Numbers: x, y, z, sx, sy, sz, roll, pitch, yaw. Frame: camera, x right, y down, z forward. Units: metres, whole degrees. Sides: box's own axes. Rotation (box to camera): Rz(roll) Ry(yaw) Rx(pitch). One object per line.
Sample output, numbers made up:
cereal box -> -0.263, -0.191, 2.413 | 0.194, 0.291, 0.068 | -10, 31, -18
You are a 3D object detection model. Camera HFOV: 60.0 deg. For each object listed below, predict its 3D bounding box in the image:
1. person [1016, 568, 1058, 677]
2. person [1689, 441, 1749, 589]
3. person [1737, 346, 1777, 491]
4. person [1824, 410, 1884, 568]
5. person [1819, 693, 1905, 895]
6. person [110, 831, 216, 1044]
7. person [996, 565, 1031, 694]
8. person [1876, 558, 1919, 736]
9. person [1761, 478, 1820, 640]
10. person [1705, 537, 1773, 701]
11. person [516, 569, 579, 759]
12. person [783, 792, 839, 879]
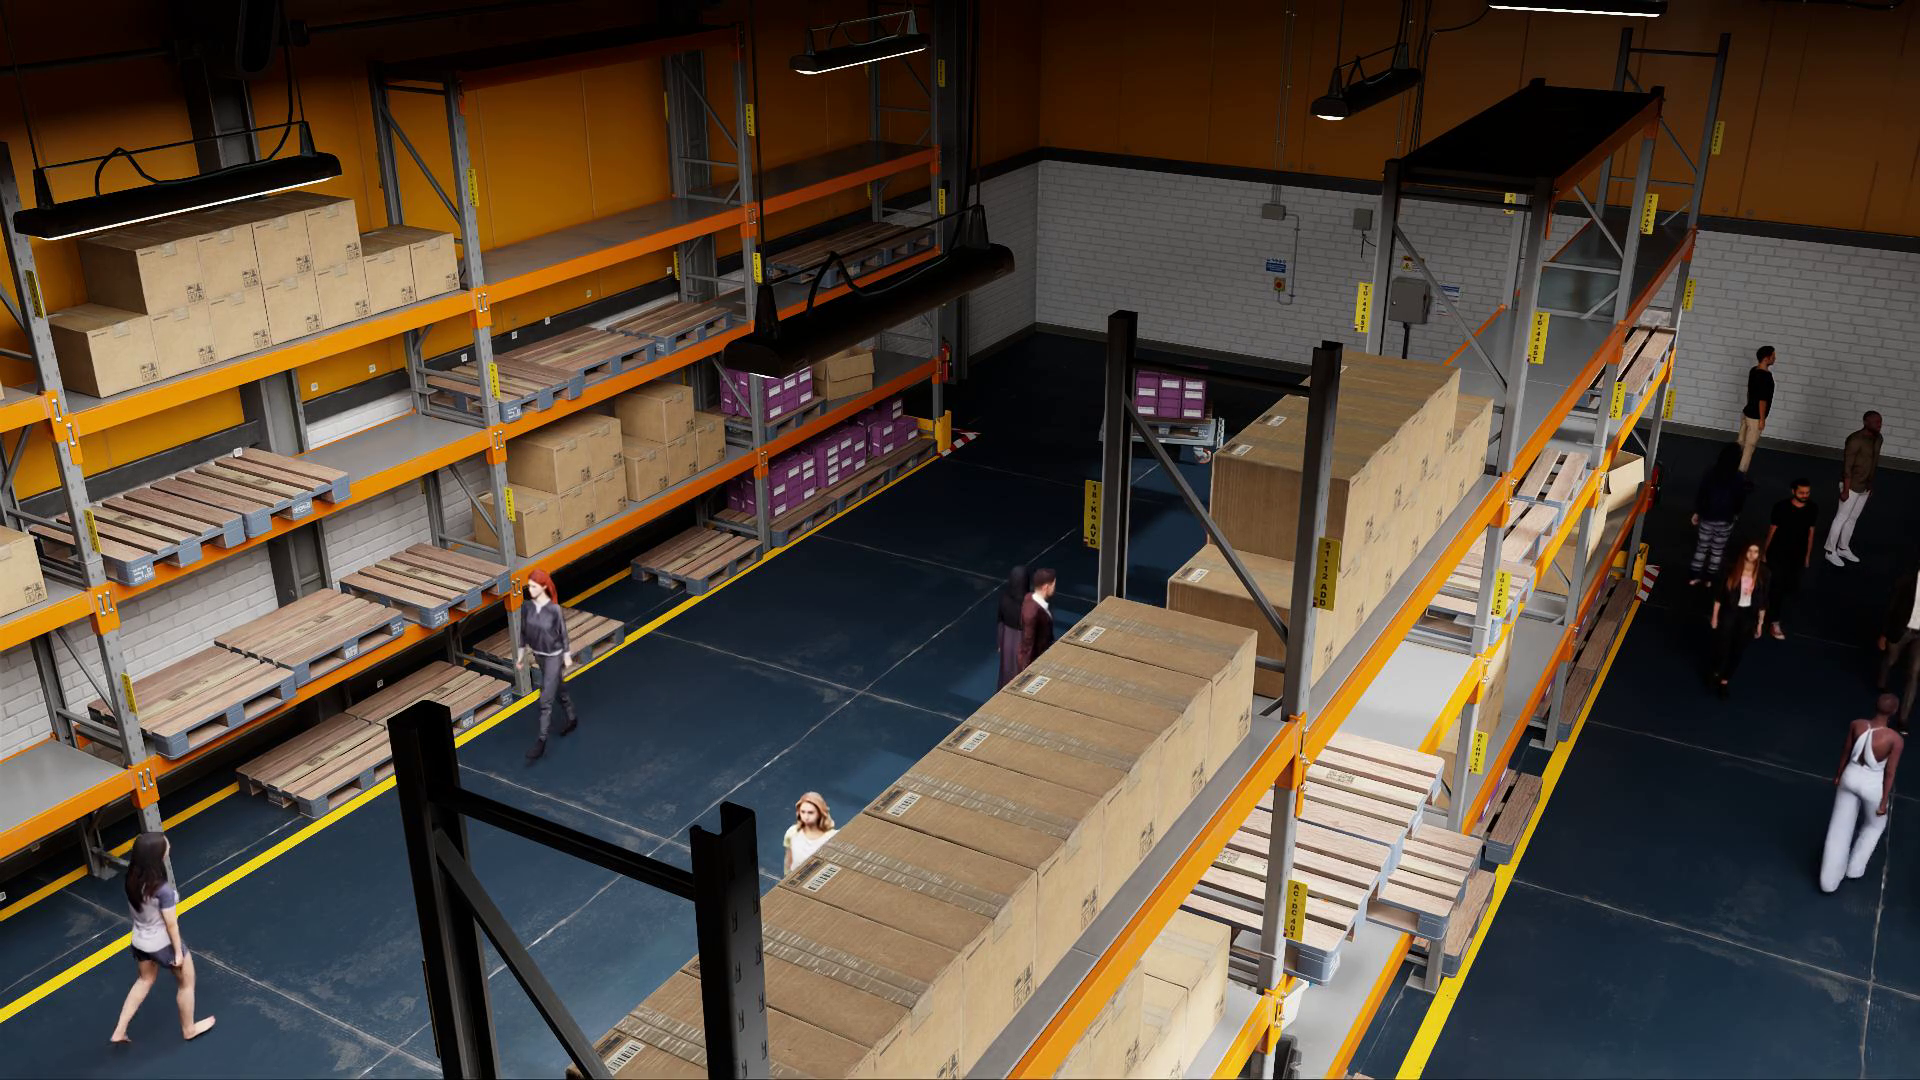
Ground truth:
person -> 0.585, 1.112, 15.081 | 1.113, 1.821, 1.178 | 0, 24, -1
person -> 8.366, -0.233, 18.295 | 0.661, 1.711, 0.660 | 11, 26, 23
person -> 10.120, -1.586, 21.204 | 0.770, 1.860, 0.618 | 2, 24, 5
person -> 10.253, -0.622, 19.042 | 0.728, 1.825, 0.864 | -13, 27, -27
person -> 7.034, 2.029, 13.057 | 0.837, 1.761, 0.756 | -19, 30, -36
person -> -5.583, 2.777, 11.440 | 0.656, 1.686, 0.832 | 10, 25, 21
person -> 0.552, 0.991, 15.618 | 0.615, 1.612, 0.604 | 12, 26, 25
person -> 8.931, 0.878, 15.711 | 0.749, 1.744, 1.236 | 9, 25, 21
person -> 8.620, 0.135, 17.424 | 0.938, 1.735, 1.085 | 0, 24, -1
person -> 7.546, 0.722, 16.124 | 0.653, 1.700, 0.646 | 7, 25, 16
person -> -3.734, 1.054, 15.314 | 0.586, 1.739, 1.021 | 13, 27, 27
person -> -1.015, 2.521, 11.995 | 0.702, 1.711, 0.725 | 6, 24, 14
